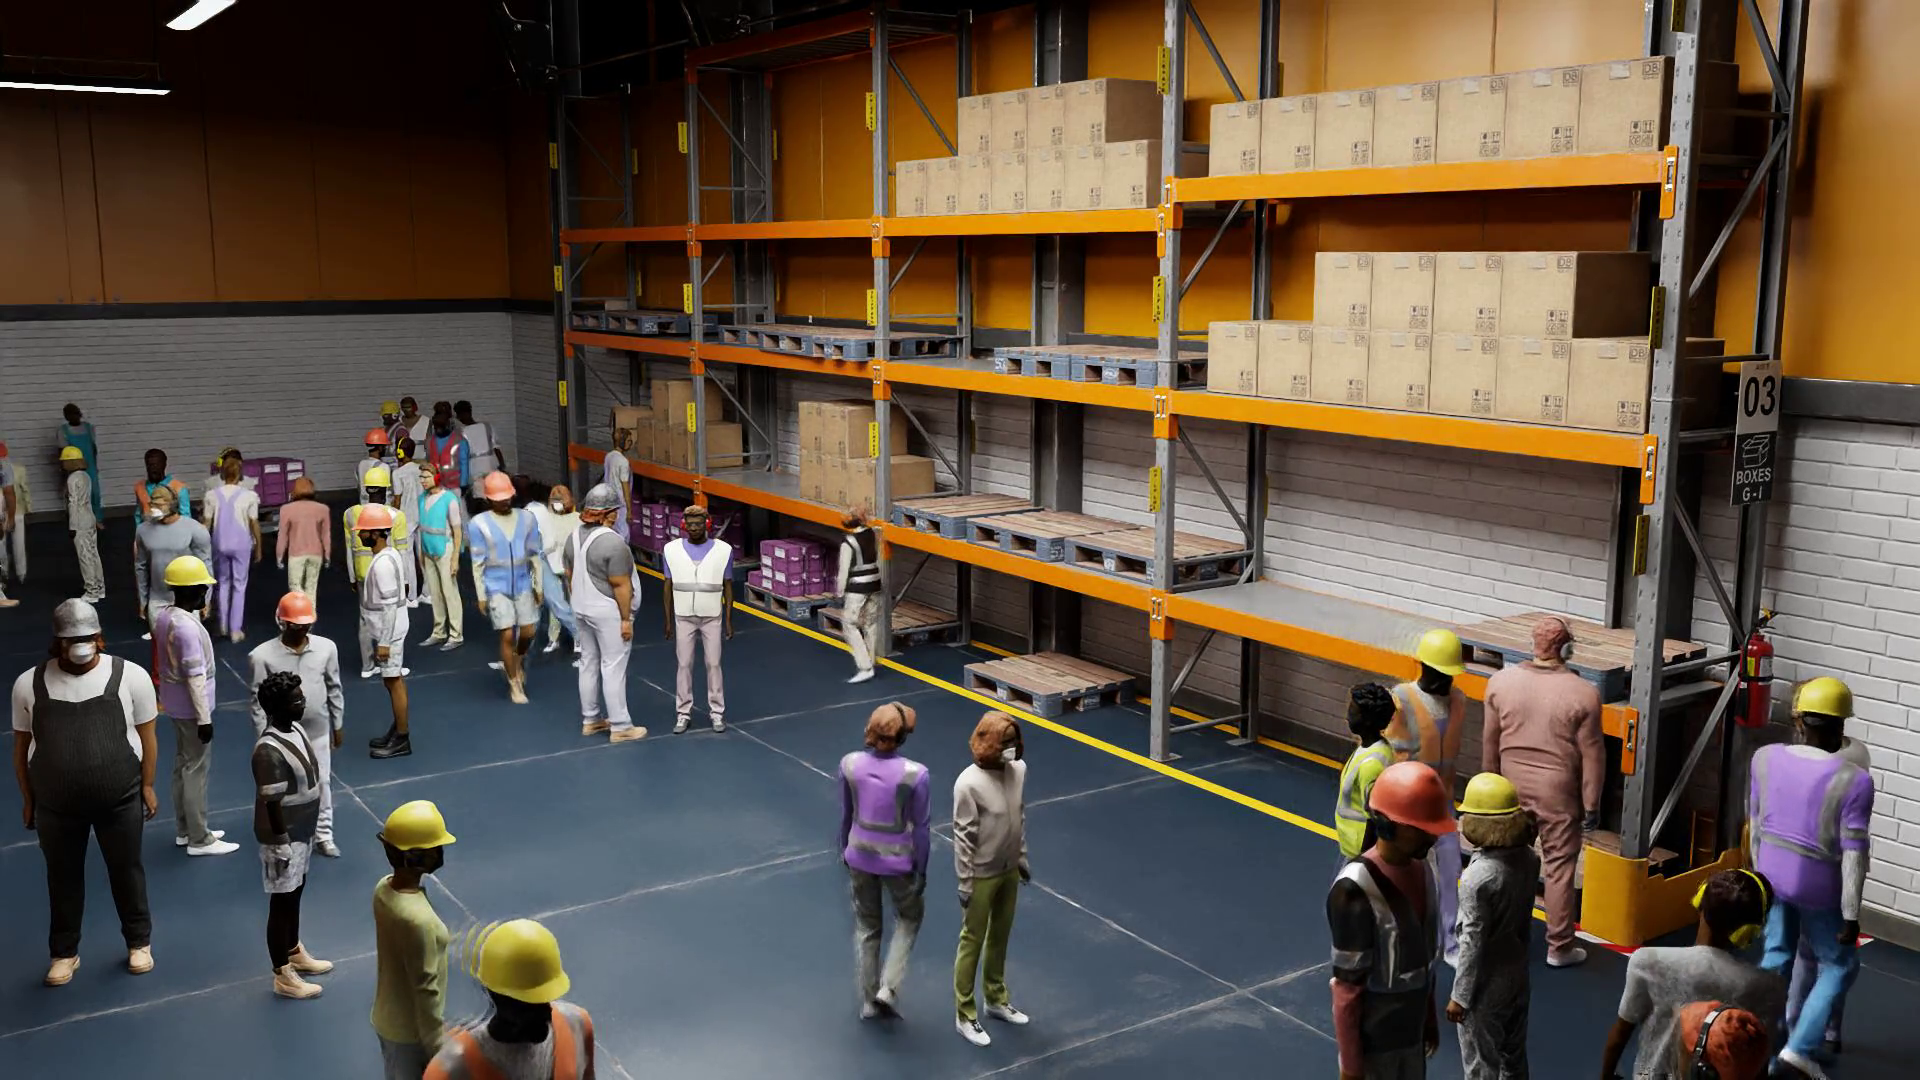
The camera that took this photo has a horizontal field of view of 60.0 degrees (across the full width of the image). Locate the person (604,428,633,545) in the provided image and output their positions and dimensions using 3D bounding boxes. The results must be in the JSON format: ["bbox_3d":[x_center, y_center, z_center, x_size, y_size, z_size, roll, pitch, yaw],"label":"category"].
[{"bbox_3d":[-3.942,-0.391,19.330,0.353,1.835,0.518,-7,12,-36],"label":"person"}]

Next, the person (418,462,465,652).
[{"bbox_3d":[-5.017,0.152,16.096,0.572,1.843,0.373,7,12,37],"label":"person"}]

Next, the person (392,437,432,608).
[{"bbox_3d":[-5.973,-0.194,18.083,0.333,1.864,0.504,5,11,25],"label":"person"}]

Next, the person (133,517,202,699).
[{"bbox_3d":[-6.798,0.500,14.321,0.525,1.758,0.352,-5,11,-25],"label":"person"}]

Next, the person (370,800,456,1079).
[{"bbox_3d":[-2.067,1.853,6.364,0.340,1.762,0.525,-6,11,-32],"label":"person"}]

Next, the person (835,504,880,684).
[{"bbox_3d":[-0.876,0.474,14.911,0.374,1.615,0.591,7,12,34],"label":"person"}]

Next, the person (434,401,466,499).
[{"bbox_3d":[-7.082,-1.038,23.167,0.438,1.827,0.688,0,10,1],"label":"person"}]

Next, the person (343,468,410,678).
[{"bbox_3d":[-5.238,0.305,15.006,0.581,1.919,0.394,1,10,4],"label":"person"}]

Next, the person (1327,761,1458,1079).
[{"bbox_3d":[1.575,1.774,6.042,0.411,2.033,0.613,9,13,43],"label":"person"}]

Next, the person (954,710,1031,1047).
[{"bbox_3d":[0.162,1.620,8.105,0.267,1.631,0.507,8,13,40],"label":"person"}]

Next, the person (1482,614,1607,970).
[{"bbox_3d":[3.146,1.340,8.950,0.651,1.906,0.403,8,13,40],"label":"person"}]

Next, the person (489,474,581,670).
[{"bbox_3d":[-3.800,0.300,15.272,1.033,1.851,0.591,-2,10,-9],"label":"person"}]

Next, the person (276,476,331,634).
[{"bbox_3d":[-6.537,0.170,16.658,0.546,1.608,0.537,-7,12,-36],"label":"person"}]

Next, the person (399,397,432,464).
[{"bbox_3d":[-7.762,-1.126,23.658,0.574,1.830,0.410,0,10,0],"label":"person"}]

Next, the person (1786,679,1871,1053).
[{"bbox_3d":[4.040,1.567,7.831,0.559,1.836,0.394,-6,12,-33],"label":"person"}]

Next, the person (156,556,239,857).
[{"bbox_3d":[-4.876,1.050,10.586,0.368,1.926,0.594,-7,12,-37],"label":"person"}]

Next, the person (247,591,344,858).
[{"bbox_3d":[-4.126,1.173,10.408,0.569,1.743,0.351,-8,12,-38],"label":"person"}]

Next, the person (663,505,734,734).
[{"bbox_3d":[-2.088,0.626,13.313,0.564,1.846,0.389,-1,10,-6],"label":"person"}]

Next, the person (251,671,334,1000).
[{"bbox_3d":[-3.461,1.506,8.589,0.318,1.697,0.533,-1,10,-9],"label":"person"}]

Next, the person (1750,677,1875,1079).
[{"bbox_3d":[3.875,1.566,7.614,0.411,1.904,0.601,-6,11,-31],"label":"person"}]

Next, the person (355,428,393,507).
[{"bbox_3d":[-6.384,-0.262,18.295,0.543,1.929,0.386,7,12,37],"label":"person"}]

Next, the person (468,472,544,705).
[{"bbox_3d":[-3.870,0.398,14.180,0.638,2.008,0.608,-6,11,-32],"label":"person"}]

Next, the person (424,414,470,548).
[{"bbox_3d":[-6.608,-0.736,21.475,0.631,1.802,0.951,1,10,7],"label":"person"}]

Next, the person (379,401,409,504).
[{"bbox_3d":[-7.839,-1.026,23.084,0.403,1.825,0.594,-7,12,-37],"label":"person"}]

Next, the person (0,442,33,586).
[{"bbox_3d":[-11.159,-0.328,19.415,0.590,1.685,0.871,-6,11,-31],"label":"person"}]

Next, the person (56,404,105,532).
[{"bbox_3d":[-12.121,-0.983,22.886,0.515,1.800,0.628,-8,13,-39],"label":"person"}]

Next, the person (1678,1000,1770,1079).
[{"bbox_3d":[1.990,2.129,4.404,0.575,1.880,0.351,-5,11,-26],"label":"person"}]

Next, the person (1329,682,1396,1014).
[{"bbox_3d":[2.039,1.548,8.352,0.318,1.693,0.535,2,10,12],"label":"person"}]

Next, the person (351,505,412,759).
[{"bbox_3d":[-4.384,0.694,12.646,0.371,1.939,0.543,-3,10,-15],"label":"person"}]

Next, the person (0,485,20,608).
[{"bbox_3d":[-10.524,-0.177,18.028,0.514,1.844,0.328,8,12,38],"label":"person"}]

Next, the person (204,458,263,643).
[{"bbox_3d":[-7.201,0.100,16.518,0.529,1.816,0.558,-1,10,-6],"label":"person"}]

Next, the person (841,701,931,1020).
[{"bbox_3d":[-0.375,1.600,8.257,0.531,1.626,0.365,4,10,21],"label":"person"}]

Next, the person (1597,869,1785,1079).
[{"bbox_3d":[2.438,1.963,5.601,0.522,1.804,0.857,0,10,-1],"label":"person"}]

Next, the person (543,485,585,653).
[{"bbox_3d":[-3.809,0.278,15.984,0.507,1.631,0.268,0,10,2],"label":"person"}]

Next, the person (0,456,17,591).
[{"bbox_3d":[-10.802,-0.326,18.329,0.713,2.000,1.070,-1,10,-7],"label":"person"}]

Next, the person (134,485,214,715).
[{"bbox_3d":[-6.512,0.499,13.788,0.637,1.937,0.357,1,10,3],"label":"person"}]

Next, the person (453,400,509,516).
[{"bbox_3d":[-6.446,-0.917,22.230,0.678,1.891,0.985,-9,13,-43],"label":"person"}]

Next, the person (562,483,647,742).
[{"bbox_3d":[-2.779,0.557,13.146,0.680,2.000,0.536,9,13,41],"label":"person"}]

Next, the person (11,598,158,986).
[{"bbox_3d":[-4.574,1.311,8.723,0.688,2.000,0.538,-4,10,-21],"label":"person"}]

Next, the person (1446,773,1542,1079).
[{"bbox_3d":[2.146,1.794,6.783,0.484,1.738,0.305,-9,13,-42],"label":"person"}]

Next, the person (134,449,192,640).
[{"bbox_3d":[-7.907,0.045,16.528,0.605,1.917,0.384,2,10,12],"label":"person"}]

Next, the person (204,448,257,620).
[{"bbox_3d":[-7.622,-0.067,17.421,0.533,1.829,0.582,-4,10,-20],"label":"person"}]

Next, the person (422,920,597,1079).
[{"bbox_3d":[-1.279,2.026,4.912,0.418,1.911,0.588,9,13,44],"label":"person"}]

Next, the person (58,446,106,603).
[{"bbox_3d":[-9.705,-0.173,18.341,0.339,1.737,0.484,-2,10,-11],"label":"person"}]
